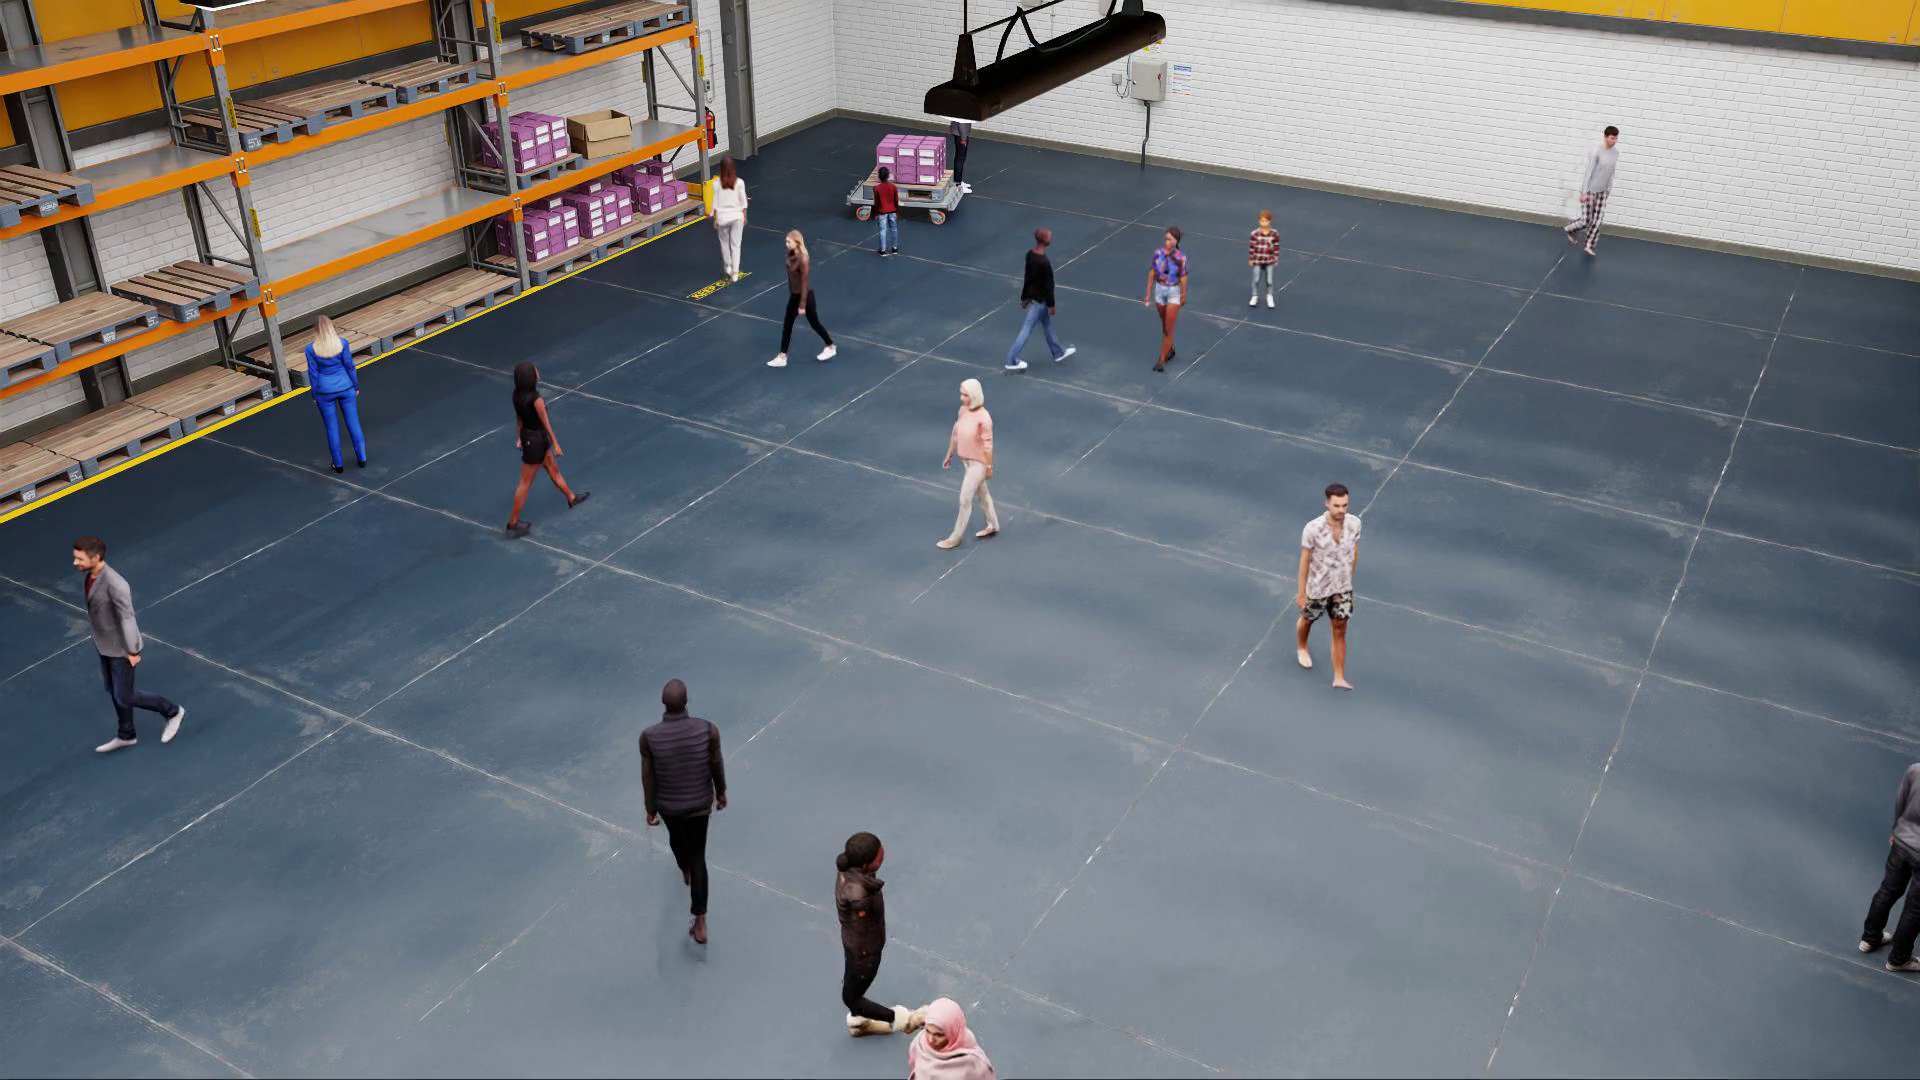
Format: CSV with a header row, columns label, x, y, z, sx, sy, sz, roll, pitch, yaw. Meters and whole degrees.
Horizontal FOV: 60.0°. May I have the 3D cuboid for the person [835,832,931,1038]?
label,x,y,z,sx,sy,sz,roll,pitch,yaw
person,-0.462,2.425,10.010,0.870,1.659,0.820,-14,31,-24

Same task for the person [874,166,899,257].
label,x,y,z,sx,sy,sz,roll,pitch,yaw
person,-1.031,-4.618,23.344,0.573,1.254,0.643,-10,30,-17

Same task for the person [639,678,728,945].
label,x,y,z,sx,sy,sz,roll,pitch,yaw
person,-1.820,1.821,10.986,1.201,1.785,1.329,-5,29,-9

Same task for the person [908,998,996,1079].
label,x,y,z,sx,sy,sz,roll,pitch,yaw
person,-0.022,3.072,8.699,0.719,1.777,1.072,12,31,20

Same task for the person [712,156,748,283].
label,x,y,z,sx,sy,sz,roll,pitch,yaw
person,-3.079,-4.284,22.295,0.878,1.672,0.952,-5,29,-8

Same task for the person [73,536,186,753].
label,x,y,z,sx,sy,sz,roll,pitch,yaw
person,-6.445,0.779,12.817,0.833,1.860,0.968,24,37,37

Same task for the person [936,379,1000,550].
label,x,y,z,sx,sy,sz,roll,pitch,yaw
person,0.224,-0.766,15.824,1.082,1.692,0.905,-15,32,-26

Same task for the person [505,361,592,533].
label,x,y,z,sx,sy,sz,roll,pitch,yaw
person,-4.159,-0.847,15.984,1.277,1.682,0.872,-23,36,-36

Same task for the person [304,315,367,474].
label,x,y,z,sx,sy,sz,roll,pitch,yaw
person,-6.460,-1.520,17.199,0.658,1.700,0.774,-16,32,-26

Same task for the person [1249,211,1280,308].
label,x,y,z,sx,sy,sz,roll,pitch,yaw
person,3.931,-3.645,21.520,0.615,1.292,0.633,4,29,7

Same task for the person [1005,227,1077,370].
label,x,y,z,sx,sy,sz,roll,pitch,yaw
person,0.840,-2.781,19.511,1.235,1.699,1.056,-12,31,-21

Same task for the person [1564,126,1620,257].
label,x,y,z,sx,sy,sz,roll,pitch,yaw
person,8.850,-4.914,23.296,0.922,1.820,0.983,-10,30,-17

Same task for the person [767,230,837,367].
label,x,y,z,sx,sy,sz,roll,pitch,yaw
person,-1.780,-2.842,19.671,1.204,1.654,0.966,-16,33,-27

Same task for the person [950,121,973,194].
label,x,y,z,sx,sy,sz,roll,pitch,yaw
person,0.002,-6.347,25.926,0.872,1.817,0.741,-1,29,-2

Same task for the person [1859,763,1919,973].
label,x,y,z,sx,sy,sz,roll,pitch,yaw
person,6.170,1.998,10.687,0.748,1.760,0.702,-9,30,-17

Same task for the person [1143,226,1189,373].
label,x,y,z,sx,sy,sz,roll,pitch,yaw
person,2.498,-2.883,19.696,0.609,1.702,1.066,17,33,28

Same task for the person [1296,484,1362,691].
label,x,y,z,sx,sy,sz,roll,pitch,yaw
person,2.994,0.315,13.754,1.101,1.779,1.213,-4,29,-8
